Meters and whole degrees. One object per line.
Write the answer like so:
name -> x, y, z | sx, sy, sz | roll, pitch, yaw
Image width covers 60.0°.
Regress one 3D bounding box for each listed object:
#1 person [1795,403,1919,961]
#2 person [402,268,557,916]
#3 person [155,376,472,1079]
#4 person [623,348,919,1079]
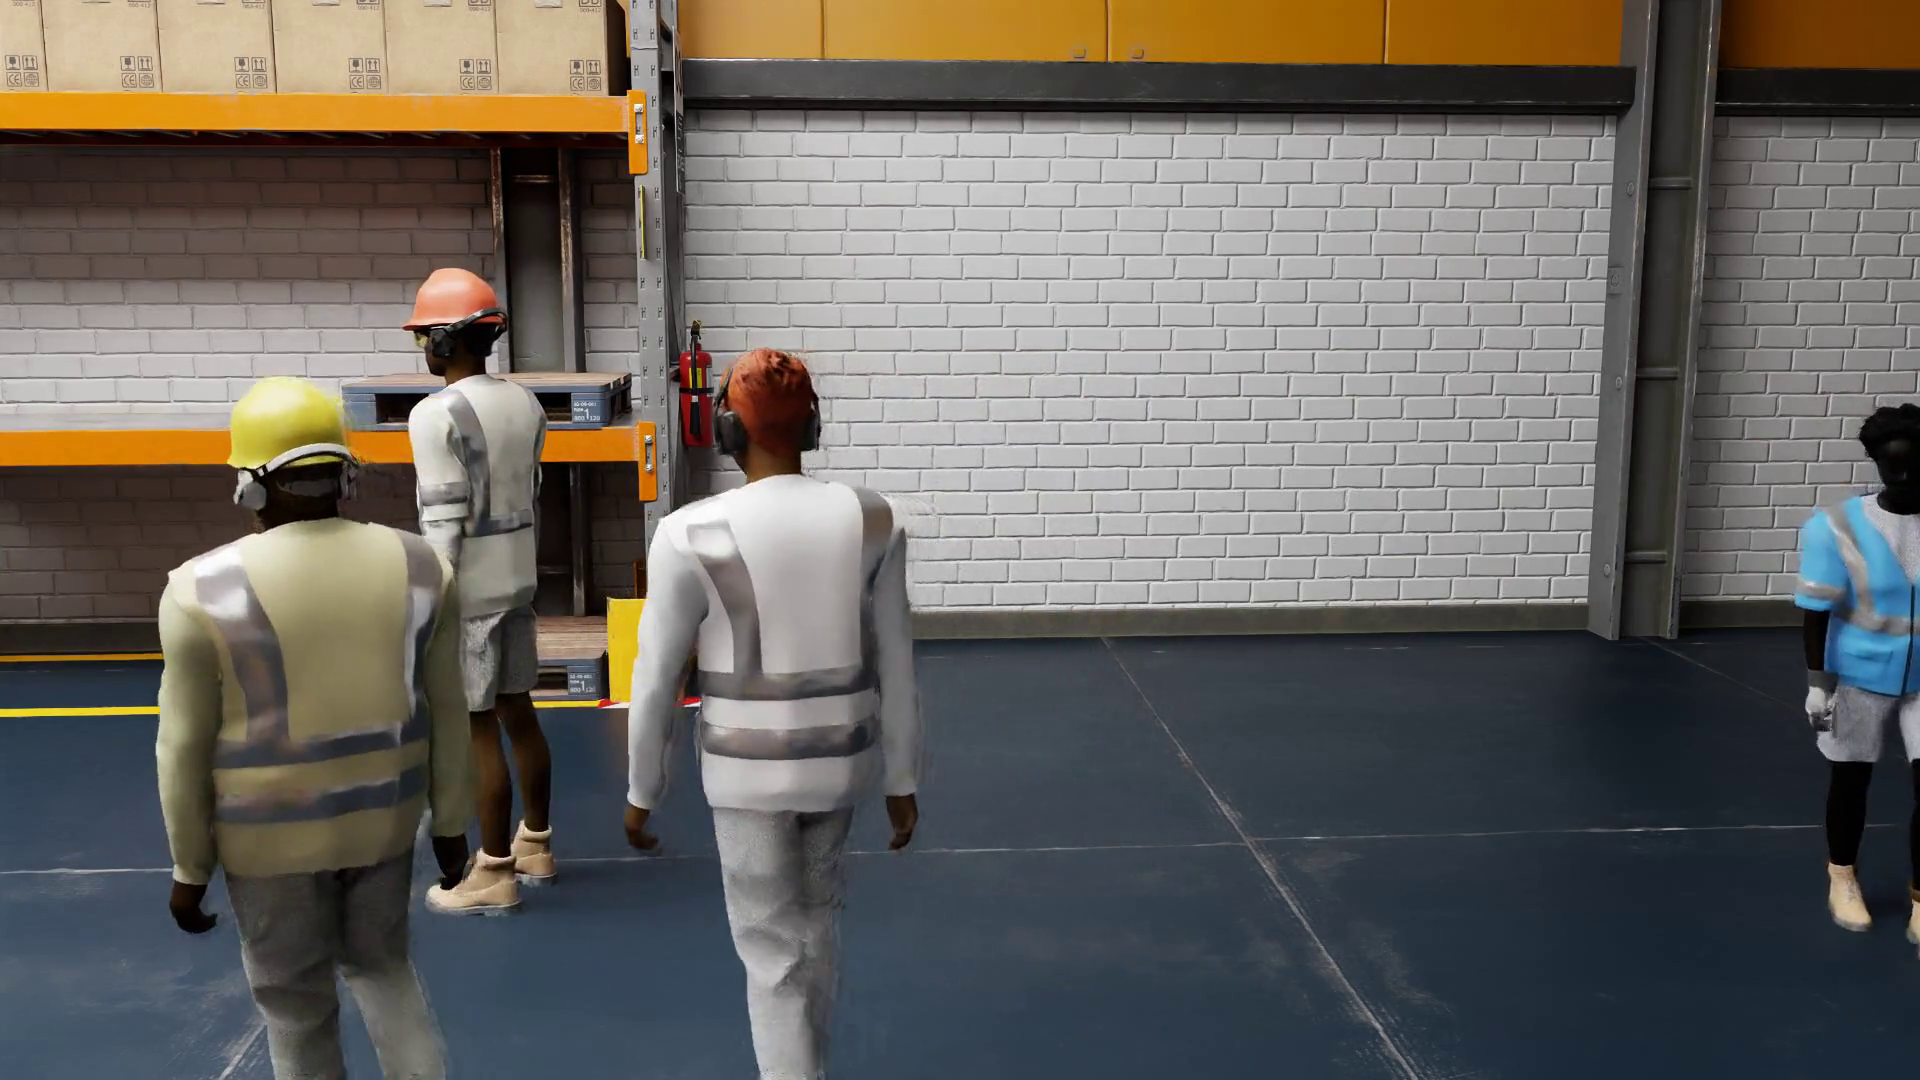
person -> 2.759, 0.413, 4.939 | 0.545, 1.653, 0.636 | 3, 9, 16
person -> -1.537, 0.179, 5.272 | 0.407, 2.043, 0.634 | 3, 9, 16
person -> -1.302, 0.581, 3.394 | 0.593, 1.820, 0.430 | -9, 13, -44
person -> -0.430, 0.516, 3.664 | 0.608, 1.860, 0.735 | -5, 10, -29
